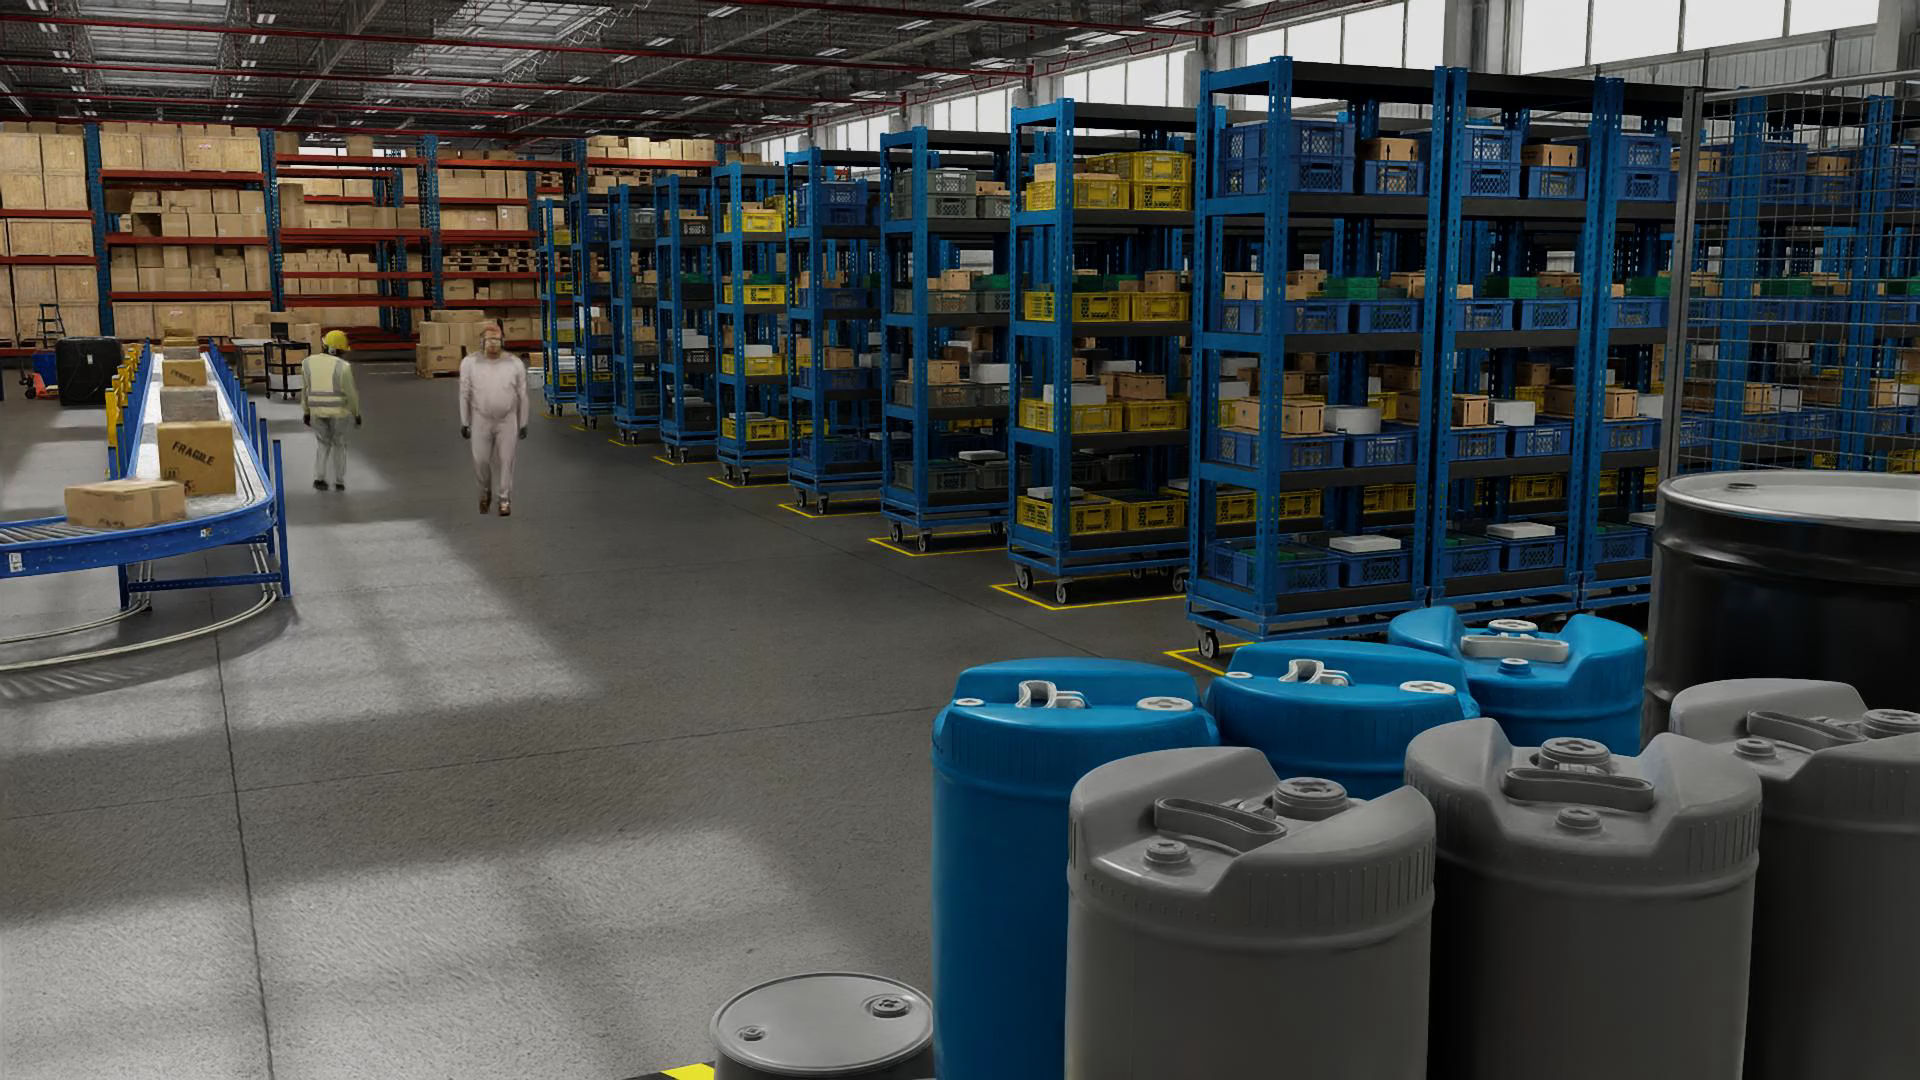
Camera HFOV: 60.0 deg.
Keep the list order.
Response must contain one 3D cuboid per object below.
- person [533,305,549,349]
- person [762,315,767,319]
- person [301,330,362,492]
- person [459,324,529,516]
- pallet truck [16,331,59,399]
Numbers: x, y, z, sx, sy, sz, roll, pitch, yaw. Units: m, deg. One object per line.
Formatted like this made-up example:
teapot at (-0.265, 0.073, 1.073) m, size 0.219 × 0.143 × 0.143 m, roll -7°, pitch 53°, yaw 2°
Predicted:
person at (-12.933, -6.802, 51.970) m, size 0.940 × 1.695 × 0.505 m, roll -5°, pitch 10°, yaw -29°
person at (-4.112, -4.228, 35.089) m, size 0.399 × 1.985 × 0.610 m, roll 4°, pitch 10°, yaw 22°
person at (-6.860, -1.392, 18.149) m, size 0.622 × 1.783 × 0.463 m, roll 0°, pitch 9°, yaw 2°
person at (-4.585, -1.175, 16.412) m, size 0.669 × 1.894 × 0.431 m, roll -3°, pitch 10°, yaw -17°
pallet truck at (-17.082, -3.353, 31.781) m, size 1.630 × 1.274 × 0.653 m, roll -4°, pitch 10°, yaw -25°
